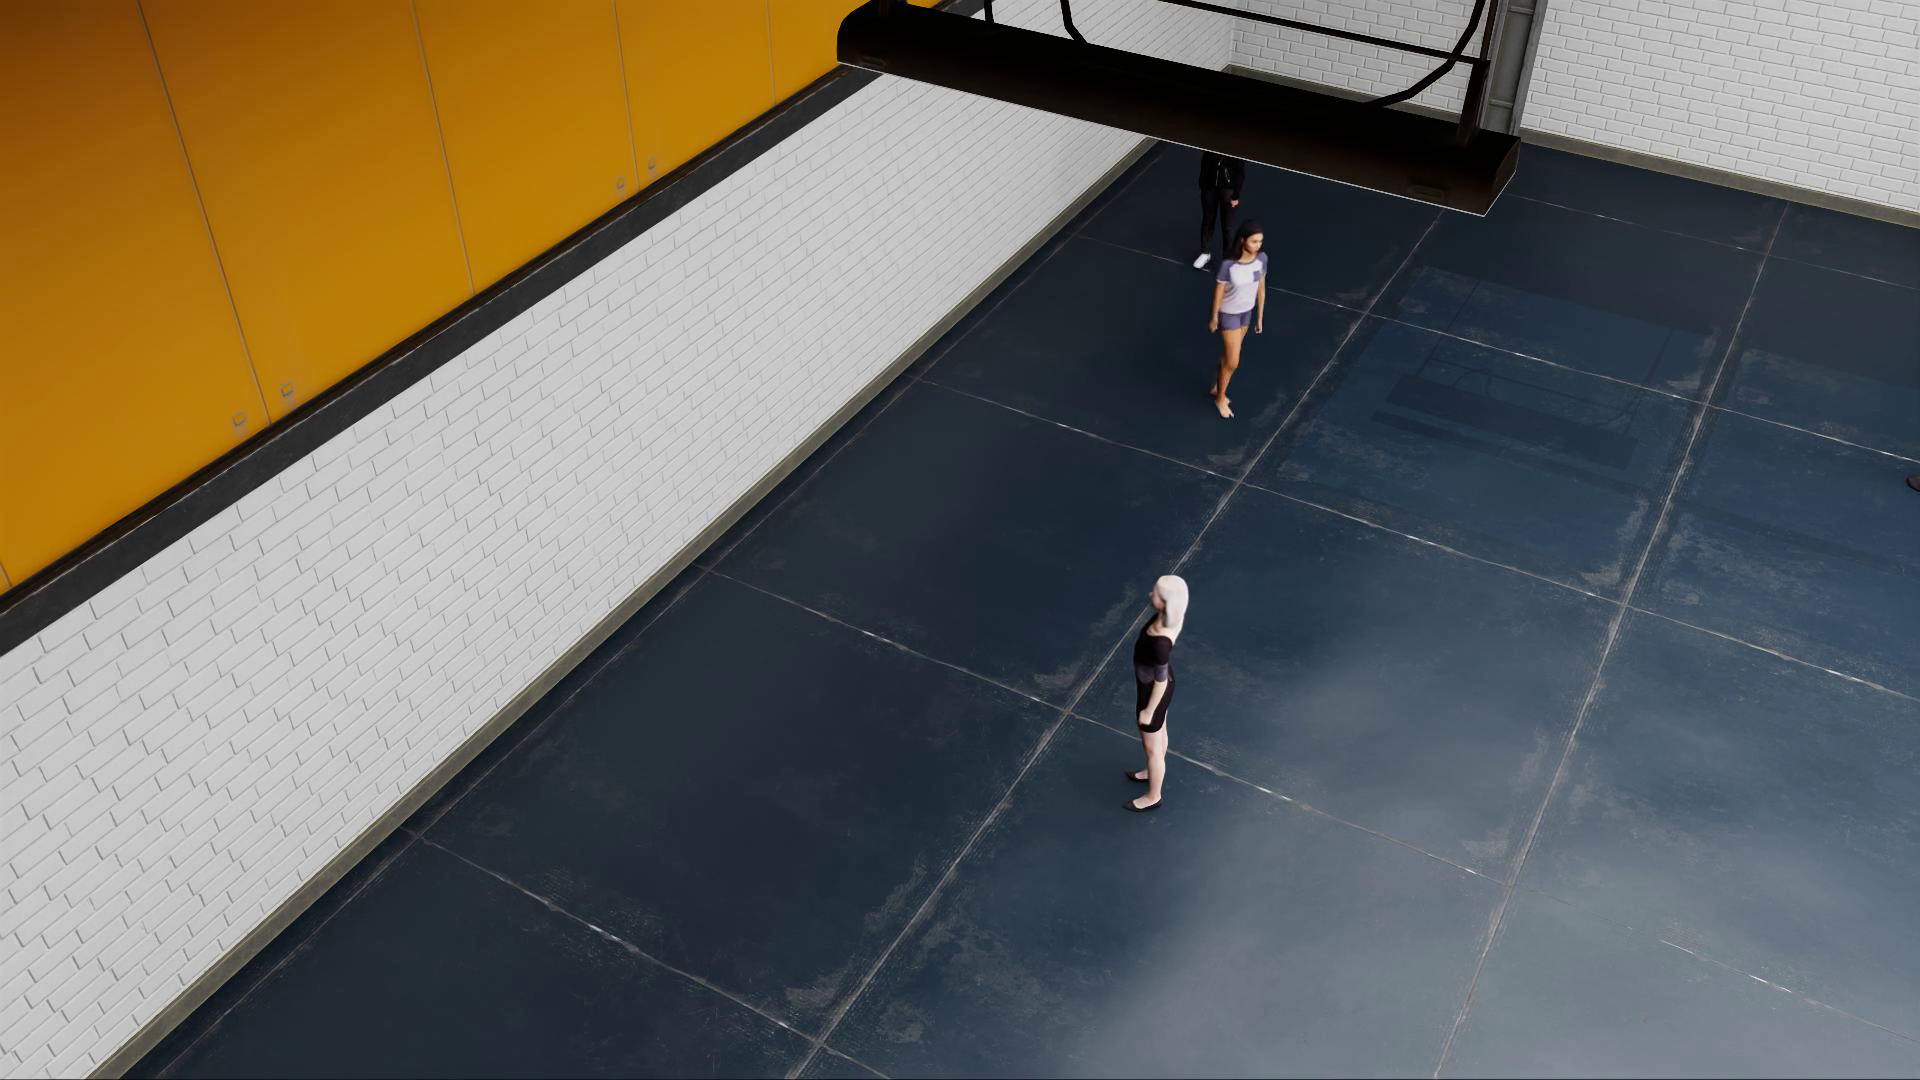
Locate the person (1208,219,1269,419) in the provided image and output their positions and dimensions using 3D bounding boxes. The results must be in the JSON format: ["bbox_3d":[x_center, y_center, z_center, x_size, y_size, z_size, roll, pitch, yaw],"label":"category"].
[{"bbox_3d":[2.214,-1.884,13.632,0.734,1.716,0.799,-19,42,-22],"label":"person"}]

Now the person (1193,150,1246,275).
[{"bbox_3d":[2.428,-3.264,15.387,0.503,1.683,0.678,24,45,27],"label":"person"}]

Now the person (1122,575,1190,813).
[{"bbox_3d":[1.185,0.920,10.030,0.602,1.830,0.636,8,39,9],"label":"person"}]
